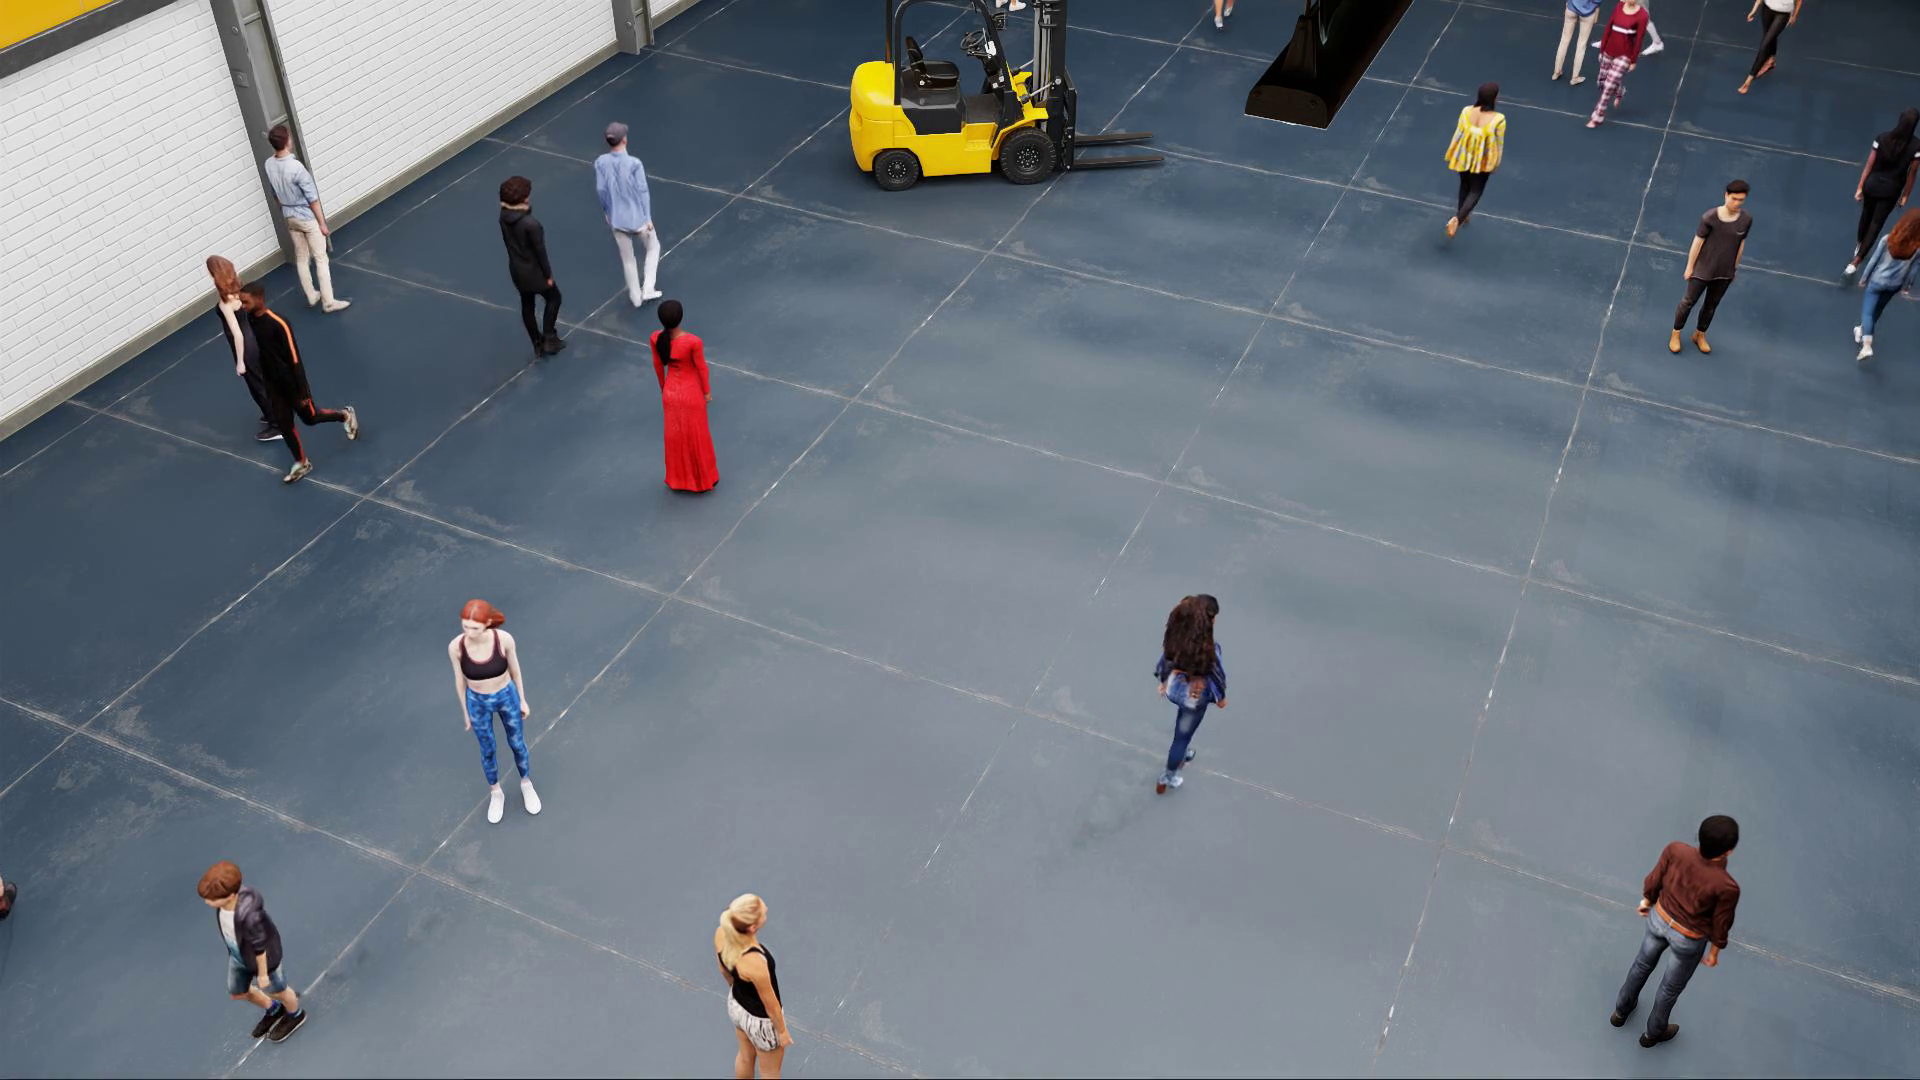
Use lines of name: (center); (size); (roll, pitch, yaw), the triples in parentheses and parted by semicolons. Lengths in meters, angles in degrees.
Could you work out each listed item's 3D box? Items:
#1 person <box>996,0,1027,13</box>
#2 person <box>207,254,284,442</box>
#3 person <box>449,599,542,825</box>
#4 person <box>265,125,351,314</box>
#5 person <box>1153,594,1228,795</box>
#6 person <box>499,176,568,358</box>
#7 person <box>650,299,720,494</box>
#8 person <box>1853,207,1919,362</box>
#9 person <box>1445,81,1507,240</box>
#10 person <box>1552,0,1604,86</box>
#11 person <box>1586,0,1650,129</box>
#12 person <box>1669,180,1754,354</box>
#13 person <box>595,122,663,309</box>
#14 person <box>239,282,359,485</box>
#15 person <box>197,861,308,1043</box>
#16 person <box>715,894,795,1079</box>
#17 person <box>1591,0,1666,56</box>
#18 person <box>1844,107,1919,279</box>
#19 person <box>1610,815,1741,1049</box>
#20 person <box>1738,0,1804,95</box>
person: (0.636, -7.886, 21.826); (0.644, 1.809, 0.594); (27, 46, 30)
person: (-6.006, -1.637, 14.053); (0.716, 1.743, 0.617); (-5, 39, -6)
person: (-2.975, 1.068, 10.641); (0.684, 1.786, 0.739); (-10, 40, -12)
person: (-6.227, -3.040, 15.720); (0.643, 1.856, 0.550); (16, 41, 19)
person: (1.428, 1.043, 10.807); (0.810, 1.607, 0.759); (-24, 45, -27)
person: (-3.918, -2.407, 14.995); (0.627, 1.771, 0.551); (18, 42, 21)
person: (-2.237, -1.149, 13.414); (0.651, 1.789, 0.632); (10, 40, 12)
person: (8.427, -2.310, 15.128); (0.698, 1.454, 0.991); (9, 39, 11)
person: (5.182, -3.813, 16.868); (0.828, 1.631, 1.026); (26, 46, 29)
person: (7.464, -6.341, 19.990); (0.676, 1.697, 0.656); (28, 46, 31)
person: (7.571, -5.565, 19.021); (1.022, 1.682, 0.842); (-28, 47, -31)
person: (6.876, -2.510, 15.171); (0.696, 1.713, 0.670); (2, 39, 2)
person: (-3.140, -3.003, 15.655); (0.739, 1.880, 0.721); (8, 39, 10)
person: (-5.467, -1.355, 13.672); (0.627, 1.779, 1.024); (16, 41, 20)
person: (-3.933, 2.287, 9.383); (0.582, 1.440, 0.590); (24, 44, 27)
person: (-1.087, 2.493, 8.800); (0.658, 1.846, 0.672); (-30, 47, -32)
person: (8.521, -6.817, 20.596); (0.863, 1.673, 1.077); (4, 39, 5)
person: (9.011, -3.369, 16.264); (0.799, 1.691, 1.223); (26, 45, 29)
person: (3.997, 2.168, 9.260); (0.694, 1.780, 0.723); (-25, 45, -28)
person: (9.778, -6.275, 19.839); (1.319, 1.771, 0.956); (-31, 48, -33)
